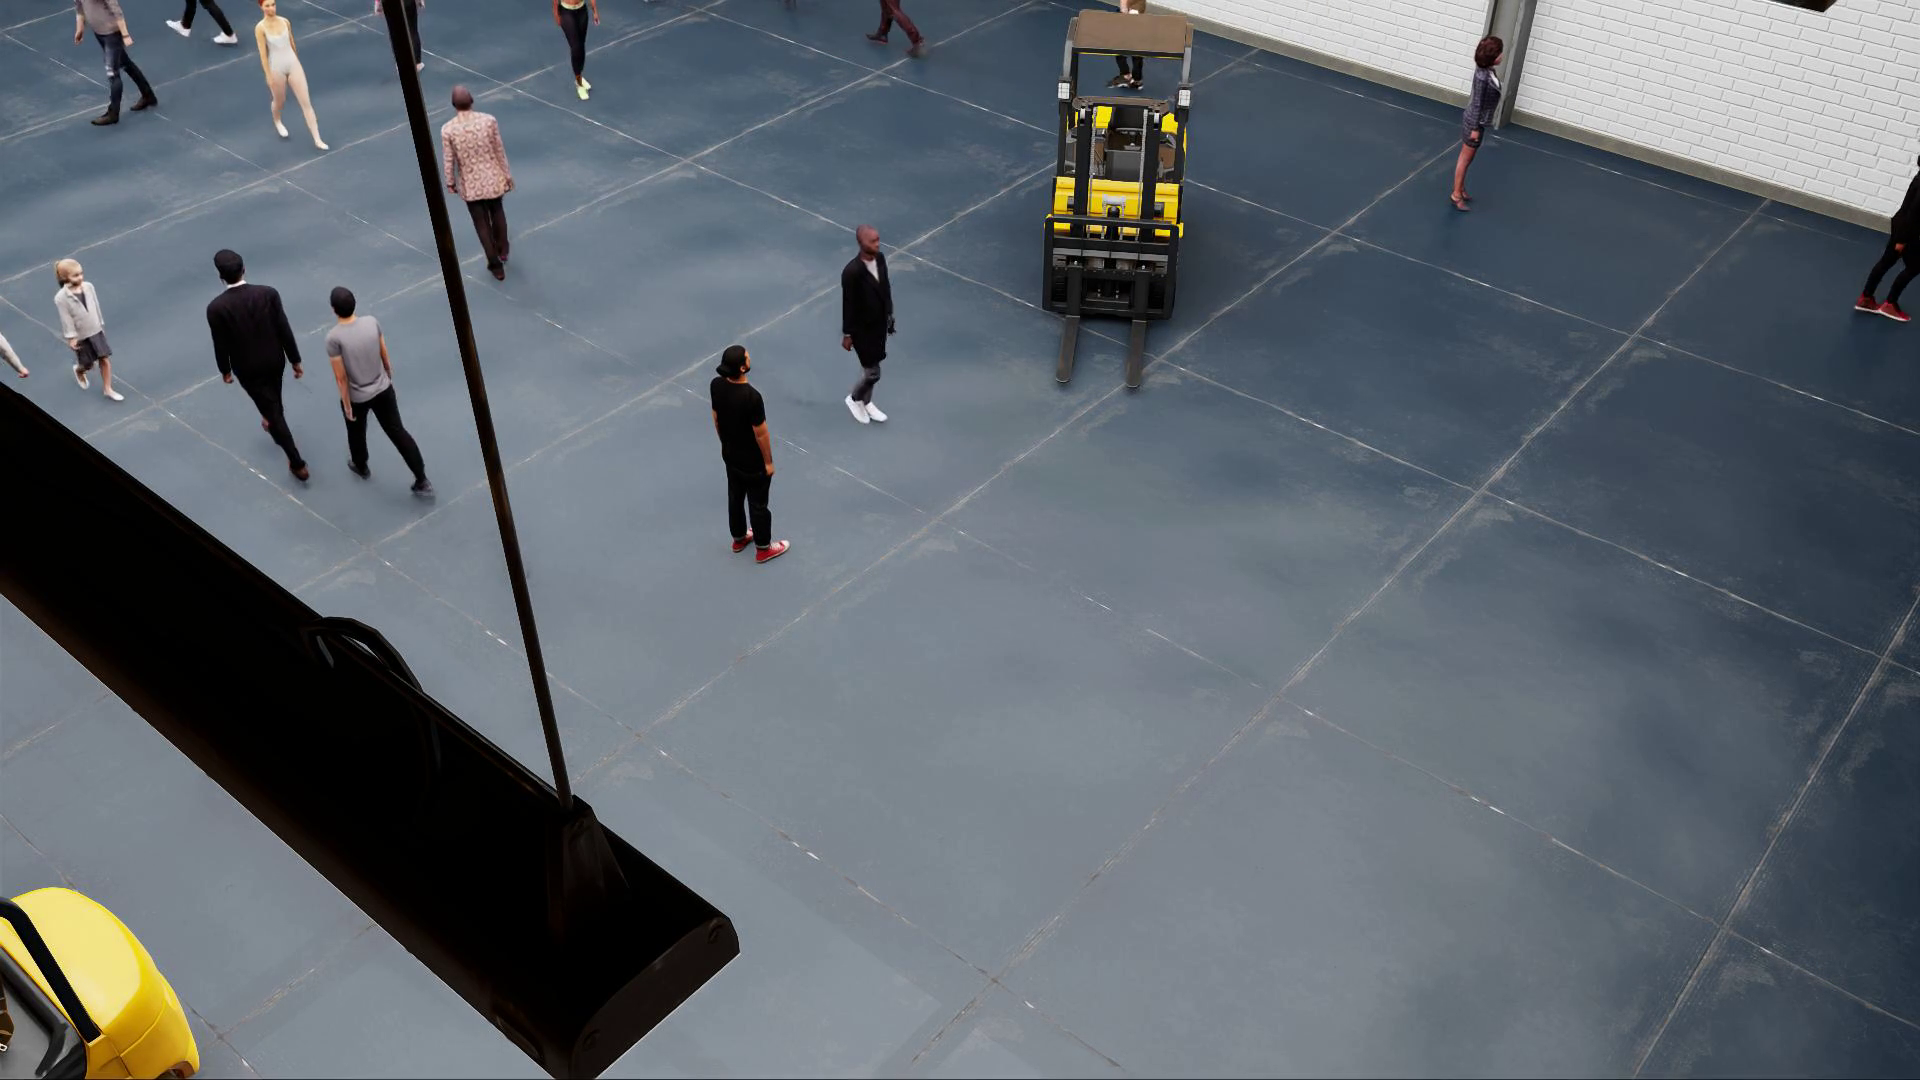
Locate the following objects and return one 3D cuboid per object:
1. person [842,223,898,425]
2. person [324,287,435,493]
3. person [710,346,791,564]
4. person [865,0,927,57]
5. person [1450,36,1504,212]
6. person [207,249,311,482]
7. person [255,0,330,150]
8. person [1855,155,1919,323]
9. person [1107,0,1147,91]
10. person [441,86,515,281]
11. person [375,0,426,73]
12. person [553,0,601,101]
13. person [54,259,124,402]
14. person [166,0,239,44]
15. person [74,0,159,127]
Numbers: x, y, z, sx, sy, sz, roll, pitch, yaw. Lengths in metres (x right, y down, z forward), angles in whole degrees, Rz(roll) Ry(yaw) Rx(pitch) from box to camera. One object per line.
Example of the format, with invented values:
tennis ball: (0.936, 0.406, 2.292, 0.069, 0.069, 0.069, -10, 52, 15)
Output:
person: (-0.805, -1.720, 13.196, 0.667, 1.751, 0.701, 23, 44, 26)
person: (-4.358, -1.066, 12.397, 1.145, 1.725, 0.668, 30, 47, 32)
person: (-1.525, -0.614, 11.805, 0.520, 1.758, 0.694, 25, 45, 28)
person: (-0.725, -6.520, 19.124, 1.204, 1.852, 0.827, 19, 42, 22)
person: (5.002, -4.051, 16.154, 0.647, 1.701, 0.677, 14, 41, 17)
person: (-5.269, -1.280, 12.575, 0.868, 1.837, 1.236, -26, 45, -29)
person: (-7.066, -4.879, 17.268, 1.071, 1.604, 0.611, 31, 48, 33)
person: (8.177, -2.710, 14.507, 0.753, 1.660, 0.701, 16, 41, 19)
person: (1.952, -5.817, 18.258, 0.744, 1.834, 0.756, 17, 42, 20)
person: (-4.291, -3.177, 14.991, 0.879, 1.787, 0.962, -20, 43, -23)
person: (-6.288, -5.999, 18.573, 0.998, 1.725, 1.066, -3, 39, -4)
person: (-4.289, -5.803, 18.323, 0.682, 1.733, 0.847, -27, 46, -29)
person: (-7.184, -1.724, 13.592, 0.695, 1.261, 0.542, 26, 46, 29)
person: (-8.838, -6.593, 19.292, 1.202, 1.757, 1.039, 4, 39, 5)
person: (-9.013, -5.444, 17.766, 1.015, 1.867, 0.773, 26, 45, 29)
